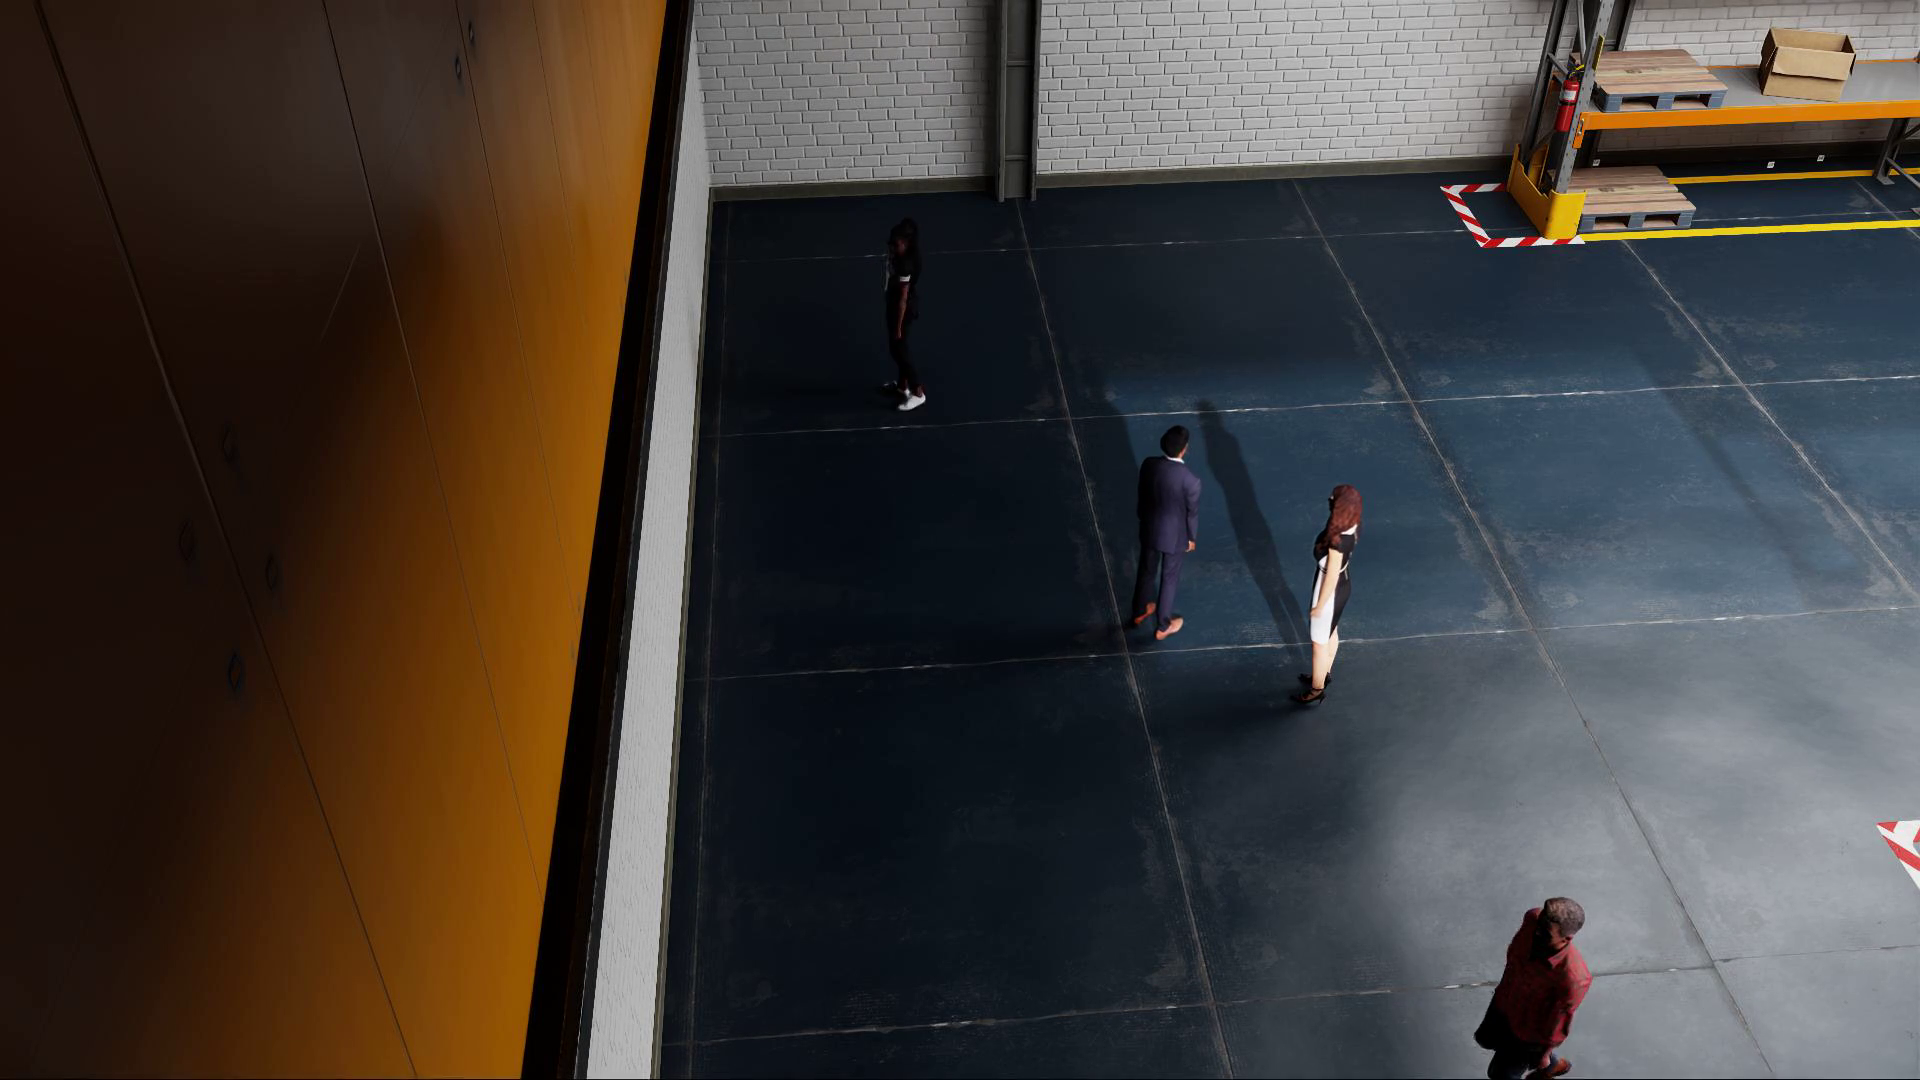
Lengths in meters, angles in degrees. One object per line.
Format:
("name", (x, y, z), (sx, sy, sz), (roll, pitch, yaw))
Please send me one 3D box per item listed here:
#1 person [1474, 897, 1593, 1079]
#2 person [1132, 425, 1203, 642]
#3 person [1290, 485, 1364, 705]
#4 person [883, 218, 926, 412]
("person", (2.980, 2.414, 8.500), (0.852, 1.812, 0.698), (-4, 39, -5))
("person", (1.426, -0.048, 11.655), (0.691, 1.721, 0.751), (28, 46, 30))
("person", (2.465, 0.370, 11.071), (0.659, 1.796, 0.646), (19, 42, 22))
("person", (-0.505, -1.937, 14.008), (0.575, 1.736, 0.668), (7, 39, 9))
